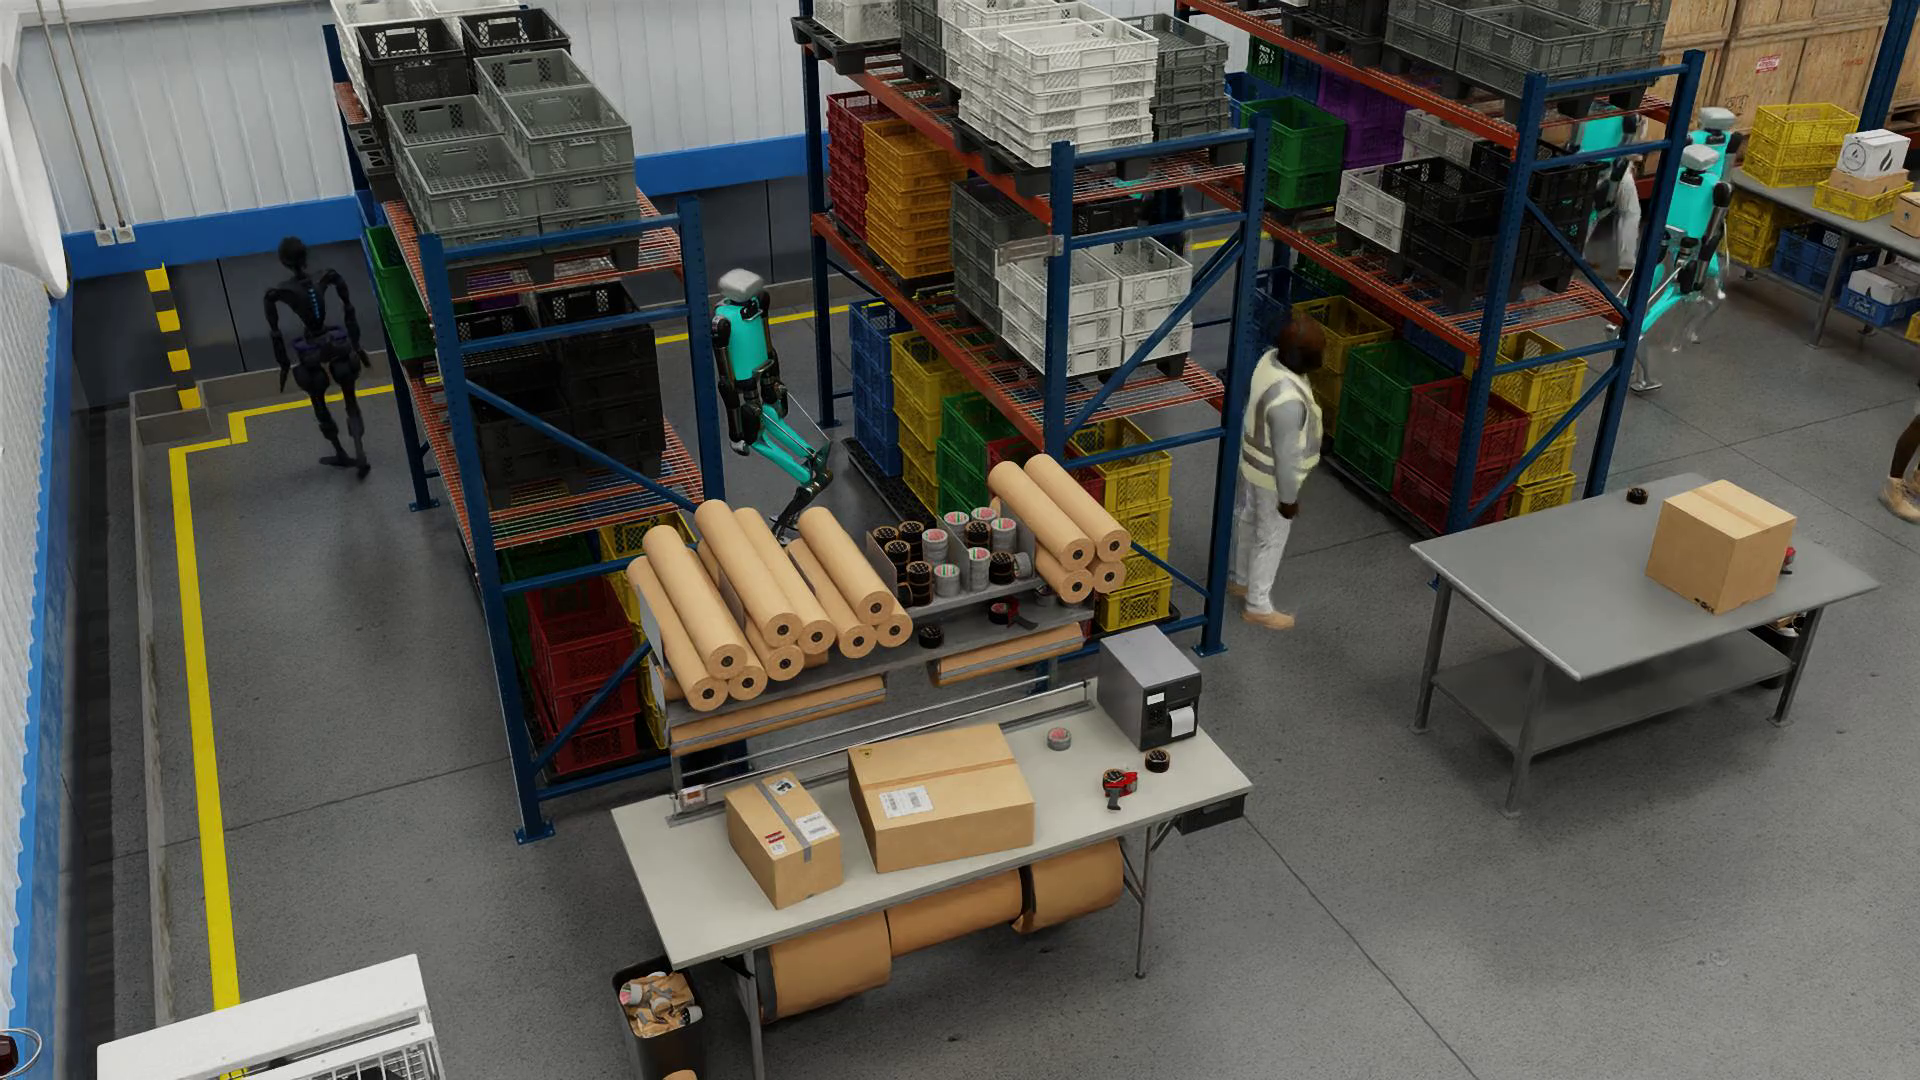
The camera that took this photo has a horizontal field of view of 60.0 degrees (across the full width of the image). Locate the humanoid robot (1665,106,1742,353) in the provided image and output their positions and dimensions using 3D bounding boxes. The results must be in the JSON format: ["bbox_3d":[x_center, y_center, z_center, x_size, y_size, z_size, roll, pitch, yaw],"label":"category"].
[{"bbox_3d":[5.490,-2.199,12.164,0.530,1.793,0.780,-9,33,-15],"label":"humanoid robot"}]

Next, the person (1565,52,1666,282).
[{"bbox_3d":[5.389,-2.997,13.321,0.811,1.852,0.574,6,32,10],"label":"person"}]

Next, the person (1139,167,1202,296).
[{"bbox_3d":[1.675,-2.766,12.987,0.702,1.806,0.610,-15,35,-23],"label":"person"}]

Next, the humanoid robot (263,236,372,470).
[{"bbox_3d":[-4.017,-1.154,10.526,0.592,1.641,0.512,-25,39,-34],"label":"humanoid robot"}]

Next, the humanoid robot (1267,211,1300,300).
[{"bbox_3d":[2.508,-2.539,12.748,0.378,1.638,0.612,7,32,11],"label":"humanoid robot"}]

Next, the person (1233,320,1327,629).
[{"bbox_3d":[1.743,-0.381,9.123,0.433,1.827,0.691,0,32,0],"label":"person"}]

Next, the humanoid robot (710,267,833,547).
[{"bbox_3d":[-1.025,-0.721,9.609,0.735,1.681,0.533,14,34,21],"label":"humanoid robot"}]

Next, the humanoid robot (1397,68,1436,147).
[{"bbox_3d":[3.648,-3.254,13.897,0.599,1.657,0.315,3,32,5],"label":"humanoid robot"}]

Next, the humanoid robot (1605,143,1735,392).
[{"bbox_3d":[4.786,-1.838,11.456,0.733,1.692,0.532,-20,37,-29],"label":"humanoid robot"}]

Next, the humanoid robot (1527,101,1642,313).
[{"bbox_3d":[4.690,-2.594,12.858,0.829,1.861,0.553,-23,38,-32],"label":"humanoid robot"}]

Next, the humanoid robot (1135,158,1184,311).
[{"bbox_3d":[1.498,-2.418,12.546,0.328,1.647,0.615,-15,35,-23],"label":"humanoid robot"}]

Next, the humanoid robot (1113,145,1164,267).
[{"bbox_3d":[1.036,-2.229,12.173,0.849,1.741,0.562,-11,33,-18],"label":"humanoid robot"}]

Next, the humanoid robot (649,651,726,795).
[{"bbox_3d":[-1.085,0.883,7.222,0.687,1.631,0.585,-2,32,-4],"label":"humanoid robot"}]

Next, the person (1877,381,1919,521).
[{"bbox_3d":[6.067,-1.067,10.015,0.613,2.040,0.389,-12,34,-19],"label":"person"}]
